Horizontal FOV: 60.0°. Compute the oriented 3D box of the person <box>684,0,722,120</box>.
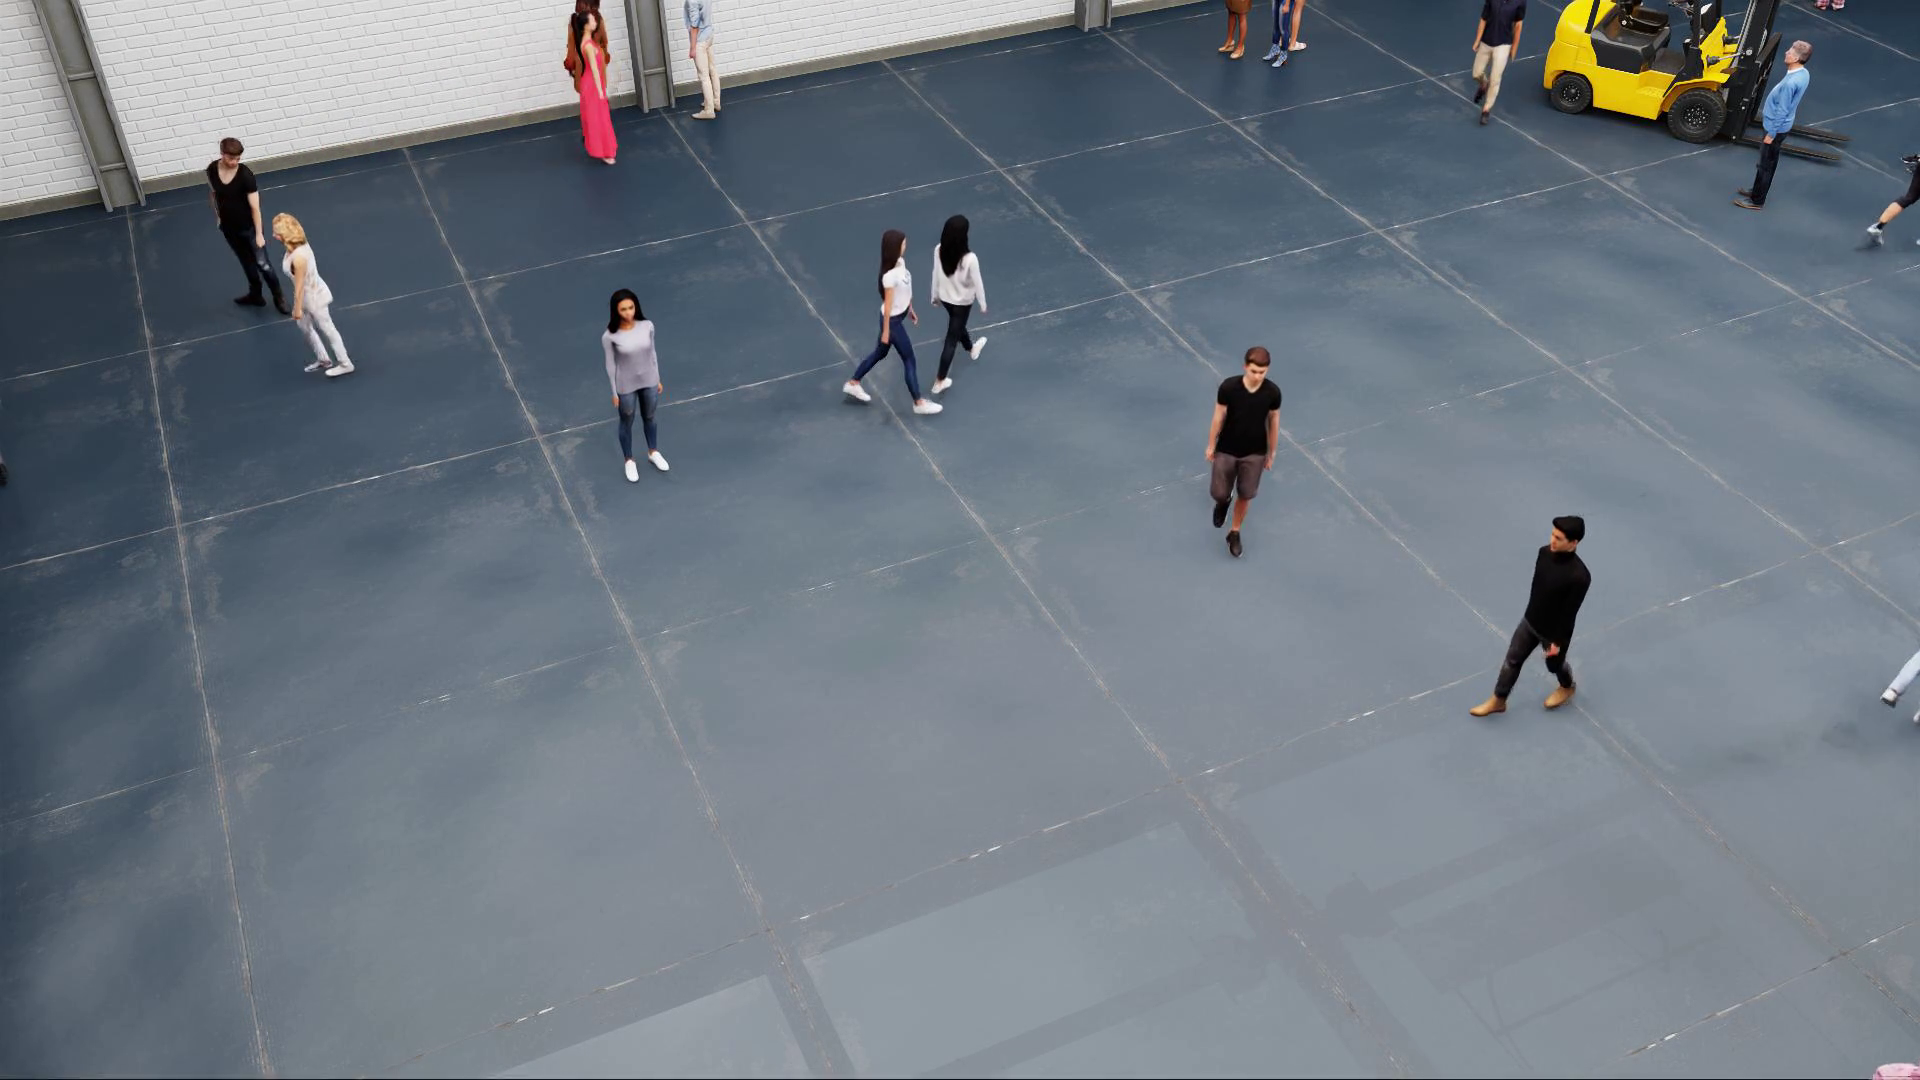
[{"bbox_3d":[-3.005,-5.839,19.377,0.768,1.848,0.730,9,40,11],"label":"person"}]

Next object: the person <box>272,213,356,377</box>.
[{"bbox_3d":[-5.737,-2.198,14.973,0.636,1.653,0.575,-15,41,-18],"label":"person"}]

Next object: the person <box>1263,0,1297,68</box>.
[{"bbox_3d":[4.013,-6.696,20.635,0.579,1.617,0.629,-12,40,-14],"label":"person"}]

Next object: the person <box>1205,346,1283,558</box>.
[{"bbox_3d":[2.207,-0.768,13.023,0.922,1.854,0.968,5,39,6],"label":"person"}]

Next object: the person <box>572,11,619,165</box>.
[{"bbox_3d":[-4.071,-5.016,18.444,0.565,1.727,0.611,-14,41,-17],"label":"person"}]

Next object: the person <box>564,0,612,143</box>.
[{"bbox_3d":[-4.156,-5.376,18.923,0.845,1.692,0.671,28,46,30],"label":"person"}]

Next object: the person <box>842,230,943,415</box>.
[{"bbox_3d":[-0.685,-1.861,14.545,1.215,1.661,0.964,3,39,4],"label":"person"}]

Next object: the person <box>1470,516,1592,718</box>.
[{"bbox_3d":[4.134,0.548,11.494,1.038,1.704,0.643,-16,41,-19],"label":"person"}]

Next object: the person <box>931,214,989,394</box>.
[{"bbox_3d":[-0.083,-2.068,14.813,0.967,1.651,1.193,26,45,28],"label":"person"}]

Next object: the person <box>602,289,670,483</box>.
[{"bbox_3d":[-2.699,-1.309,13.795,0.490,1.735,0.681,-21,43,-24],"label":"person"}]

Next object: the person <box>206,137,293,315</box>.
[{"bbox_3d":[-6.875,-3.022,15.840,0.846,1.859,0.929,20,43,24],"label":"person"}]

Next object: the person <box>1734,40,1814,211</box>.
[{"bbox_3d":[8.658,-4.400,17.599,0.808,1.819,0.699,21,43,25],"label":"person"}]

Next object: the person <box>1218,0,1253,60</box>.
[{"bbox_3d":[3.499,-6.895,20.826,0.515,1.690,0.566,-19,42,-22],"label":"person"}]

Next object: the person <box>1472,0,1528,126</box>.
[{"bbox_3d":[6.238,-5.789,19.318,0.917,1.844,0.998,17,42,20],"label":"person"}]

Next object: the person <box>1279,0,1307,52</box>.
[{"bbox_3d":[4.244,-7.069,21.040,0.593,1.695,0.592,-22,44,-25],"label":"person"}]
